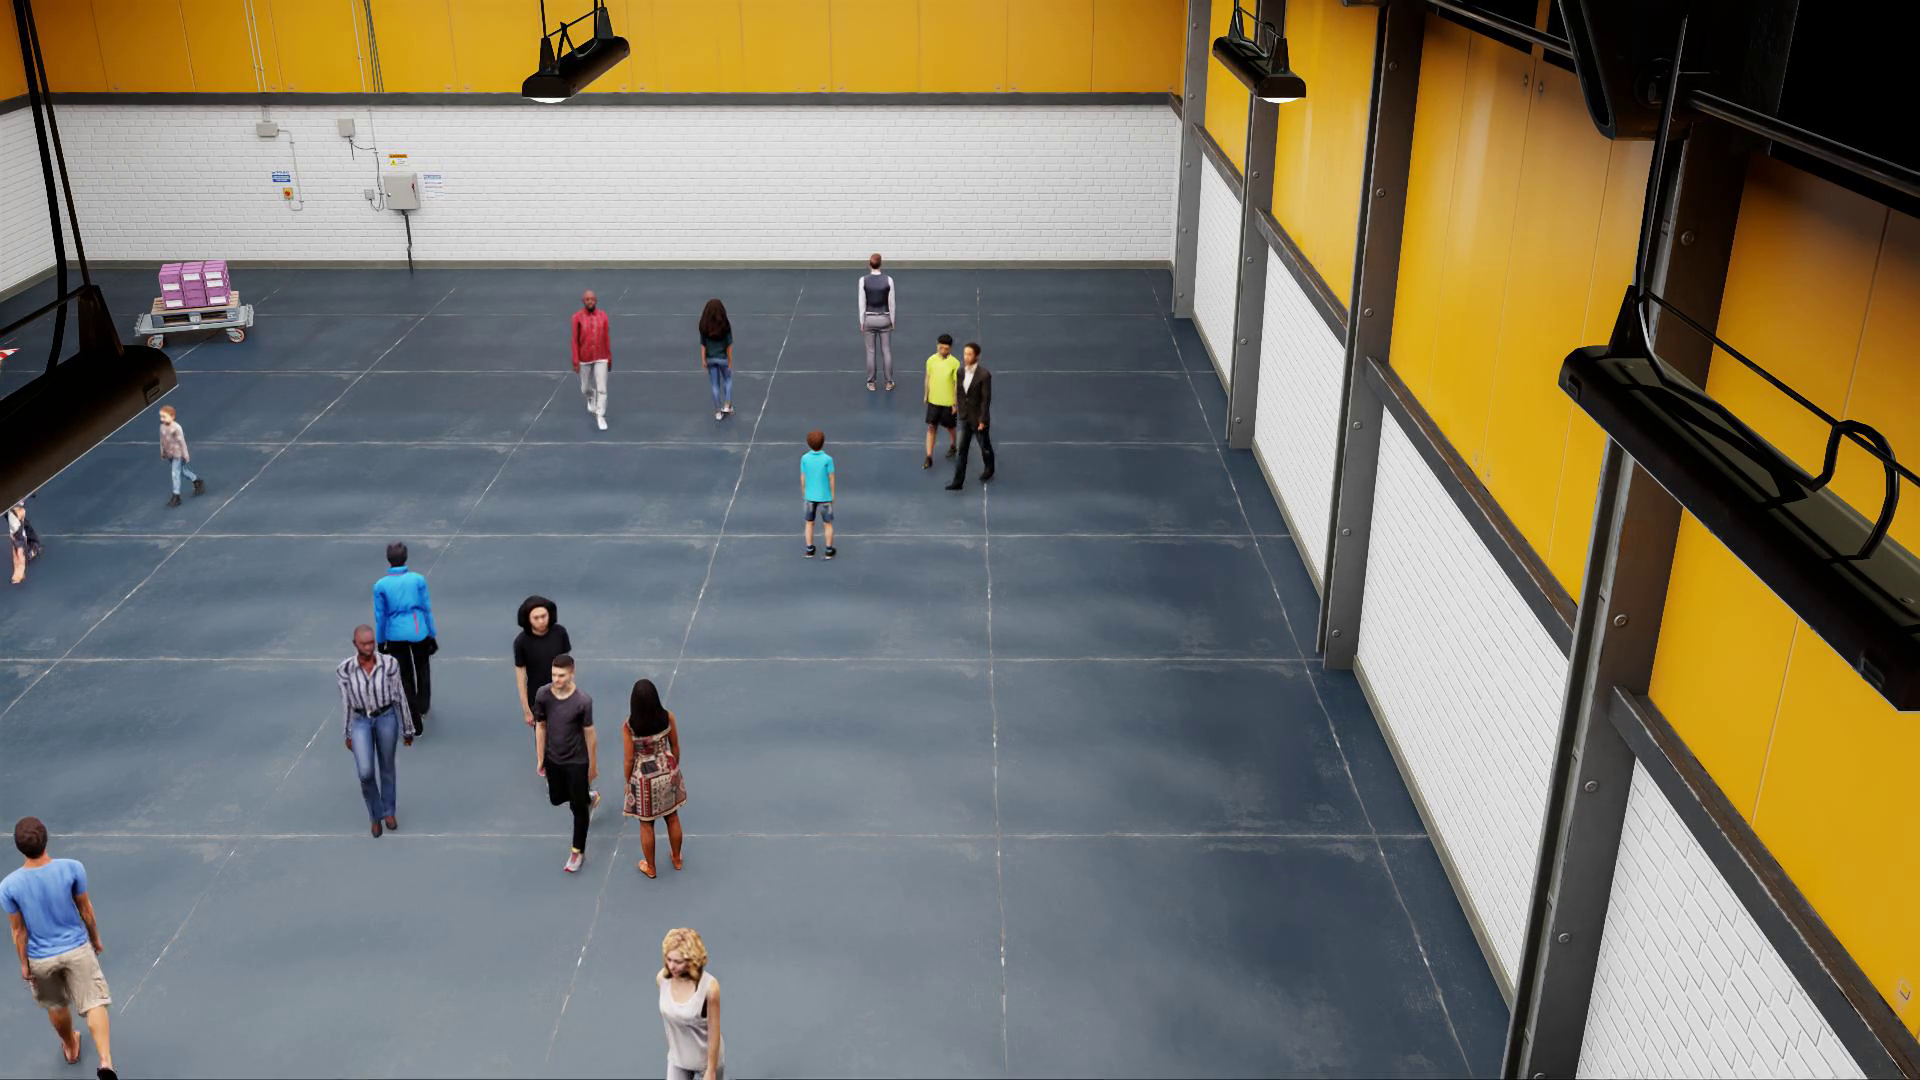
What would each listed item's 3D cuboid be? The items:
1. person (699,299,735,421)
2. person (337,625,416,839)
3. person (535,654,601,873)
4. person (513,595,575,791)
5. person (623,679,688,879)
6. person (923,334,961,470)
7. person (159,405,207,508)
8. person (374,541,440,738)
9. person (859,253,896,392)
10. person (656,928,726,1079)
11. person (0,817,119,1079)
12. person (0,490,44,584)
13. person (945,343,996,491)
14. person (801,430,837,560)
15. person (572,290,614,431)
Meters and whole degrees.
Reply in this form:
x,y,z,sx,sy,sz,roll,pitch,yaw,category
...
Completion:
x,y,z,sx,sy,sz,roll,pitch,yaw,category
-3.222,-2.373,22.032,0.604,1.604,0.650,-2,24,-5,person
-4.608,1.449,13.067,0.772,1.782,0.769,-11,26,-23,person
-2.951,1.630,12.694,0.815,1.749,1.026,7,24,15,person
-3.388,1.219,13.550,0.782,1.816,0.819,-14,27,-30,person
-2.304,1.777,12.487,0.725,1.645,0.710,-13,27,-27,person
-0.170,-1.744,20.528,0.908,1.657,1.142,9,25,20,person
-9.149,-1.018,19.469,0.716,1.175,0.896,12,26,25,person
-4.752,0.890,14.361,0.844,1.769,0.961,-11,26,-23,person
-1.151,-3.046,23.156,0.649,1.937,0.559,-1,24,-1,person
-1.499,2.968,9.768,0.798,1.641,1.040,9,25,19,person
-5.584,2.609,10.346,1.001,1.836,1.194,-14,27,-29,person
-10.014,-0.544,17.546,0.676,1.846,1.203,-1,24,-2,person
0.229,-1.480,19.790,1.093,1.764,1.245,16,28,32,person
-1.541,-0.501,17.947,0.541,1.446,0.513,3,24,8,person
-4.837,-2.404,21.854,0.818,1.804,1.079,-6,24,-13,person
